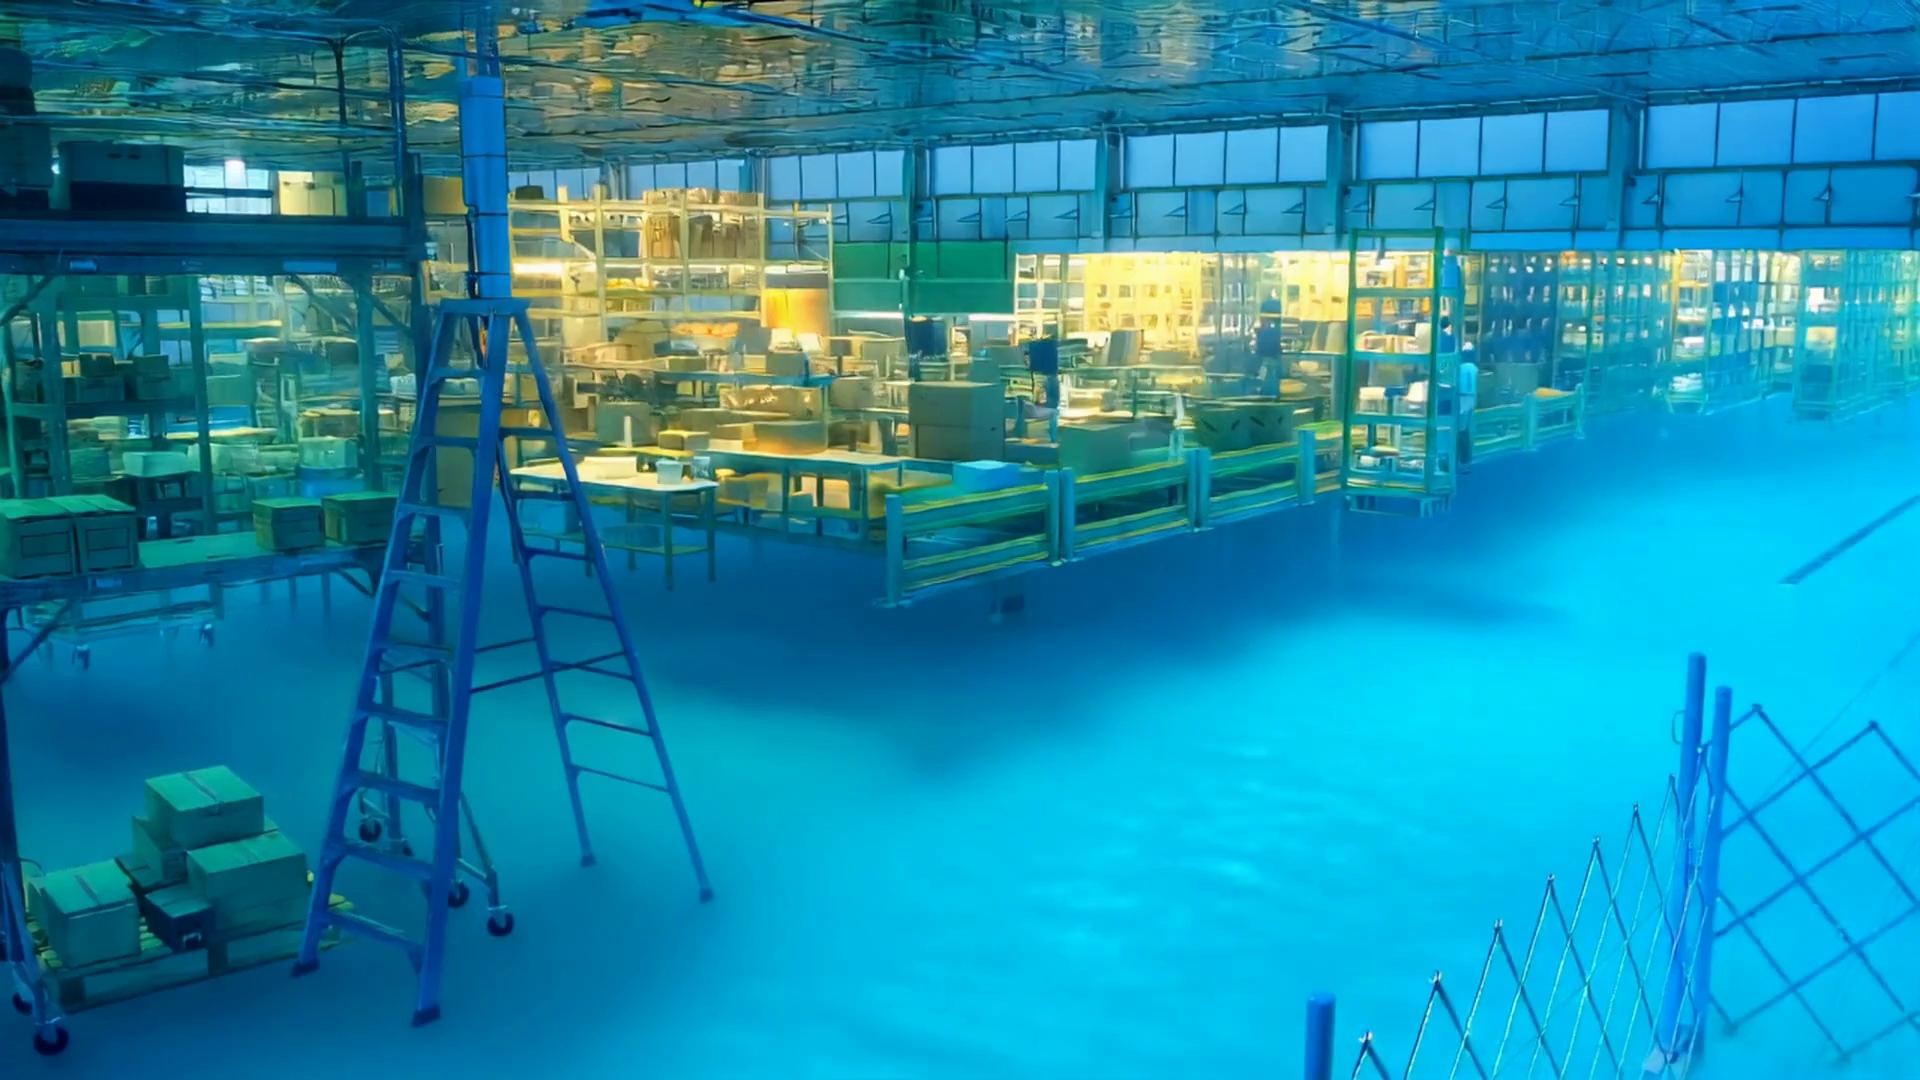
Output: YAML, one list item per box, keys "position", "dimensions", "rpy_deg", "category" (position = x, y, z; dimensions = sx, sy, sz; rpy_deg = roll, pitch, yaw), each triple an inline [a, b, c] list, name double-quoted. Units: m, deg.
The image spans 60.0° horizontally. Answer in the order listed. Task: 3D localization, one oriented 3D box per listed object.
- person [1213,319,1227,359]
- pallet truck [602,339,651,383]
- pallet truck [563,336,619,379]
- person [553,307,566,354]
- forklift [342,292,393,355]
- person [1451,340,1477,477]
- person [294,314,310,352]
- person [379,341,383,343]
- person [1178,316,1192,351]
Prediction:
- position: [8.034, -6.027, 51.044]
  dimensions: [0.593, 1.803, 0.812]
  rpy_deg: [-9, 12, -43]
  category: "person"
- position: [-8.991, -4.871, 45.351]
  dimensions: [0.653, 1.274, 1.630]
  rpy_deg: [7, 11, 37]
  category: "pallet truck"
- position: [-10.690, -5.294, 48.215]
  dimensions: [1.601, 1.201, 0.680]
  rpy_deg: [-5, 10, -26]
  category: "pallet truck"
- position: [-15.104, -7.881, 62.633]
  dimensions: [0.977, 1.787, 0.641]
  rpy_deg: [-7, 12, -39]
  category: "person"
- position: [-16.485, -5.622, 45.120]
  dimensions: [1.129, 2.768, 1.873]
  rpy_deg: [7, 11, 37]
  category: "forklift"
- position: [7.508, -1.969, 24.919]
  dimensions: [0.379, 2.045, 0.605]
  rpy_deg: [6, 11, 32]
  category: "person"
- position: [-18.963, -5.586, 48.015]
  dimensions: [0.561, 1.890, 1.000]
  rpy_deg: [8, 12, 39]
  category: "person"
- position: [-16.609, -5.443, 47.355]
  dimensions: [0.605, 1.807, 0.729]
  rpy_deg: [6, 11, 33]
  category: "person"
- position: [6.956, -6.096, 50.977]
  dimensions: [0.602, 1.949, 0.389]
  rpy_deg: [0, 9, 1]
  category: "person"
